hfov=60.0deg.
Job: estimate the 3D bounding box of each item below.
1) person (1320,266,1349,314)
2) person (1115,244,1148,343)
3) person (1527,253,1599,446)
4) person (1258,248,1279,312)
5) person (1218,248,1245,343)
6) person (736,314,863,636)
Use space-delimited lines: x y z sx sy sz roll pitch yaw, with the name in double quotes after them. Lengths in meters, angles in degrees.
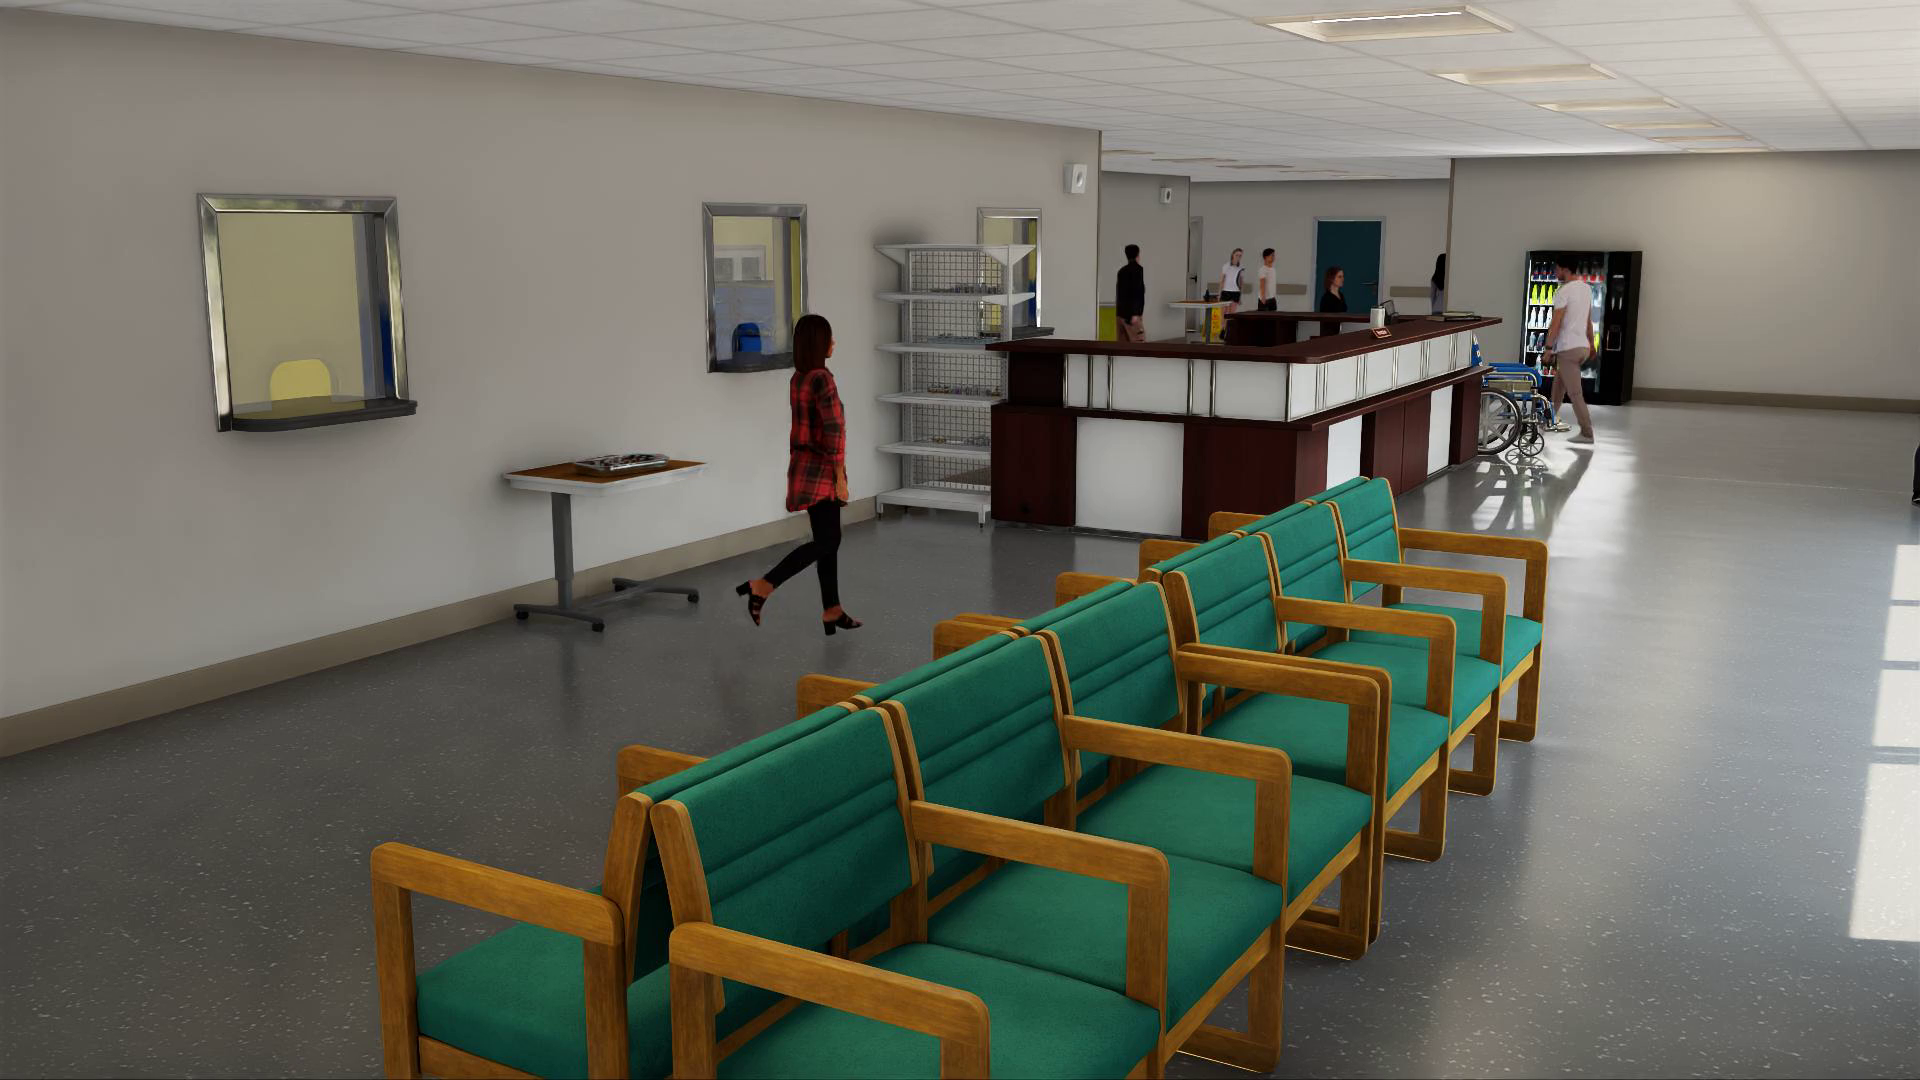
4.010 -2.146 18.360 1.066 1.666 0.655 8 13 35 "person"
2.143 -2.849 21.490 0.945 1.880 0.854 -4 11 -19 "person"
6.021 -1.820 16.180 1.001 1.839 1.211 -7 13 -34 "person"
5.457 -4.373 29.953 1.129 1.688 0.764 9 14 39 "person"
4.918 -4.425 30.212 0.788 1.724 0.849 2 11 11 "person"
-0.806 -0.295 8.558 0.989 1.683 1.016 -5 12 -27 "person"
